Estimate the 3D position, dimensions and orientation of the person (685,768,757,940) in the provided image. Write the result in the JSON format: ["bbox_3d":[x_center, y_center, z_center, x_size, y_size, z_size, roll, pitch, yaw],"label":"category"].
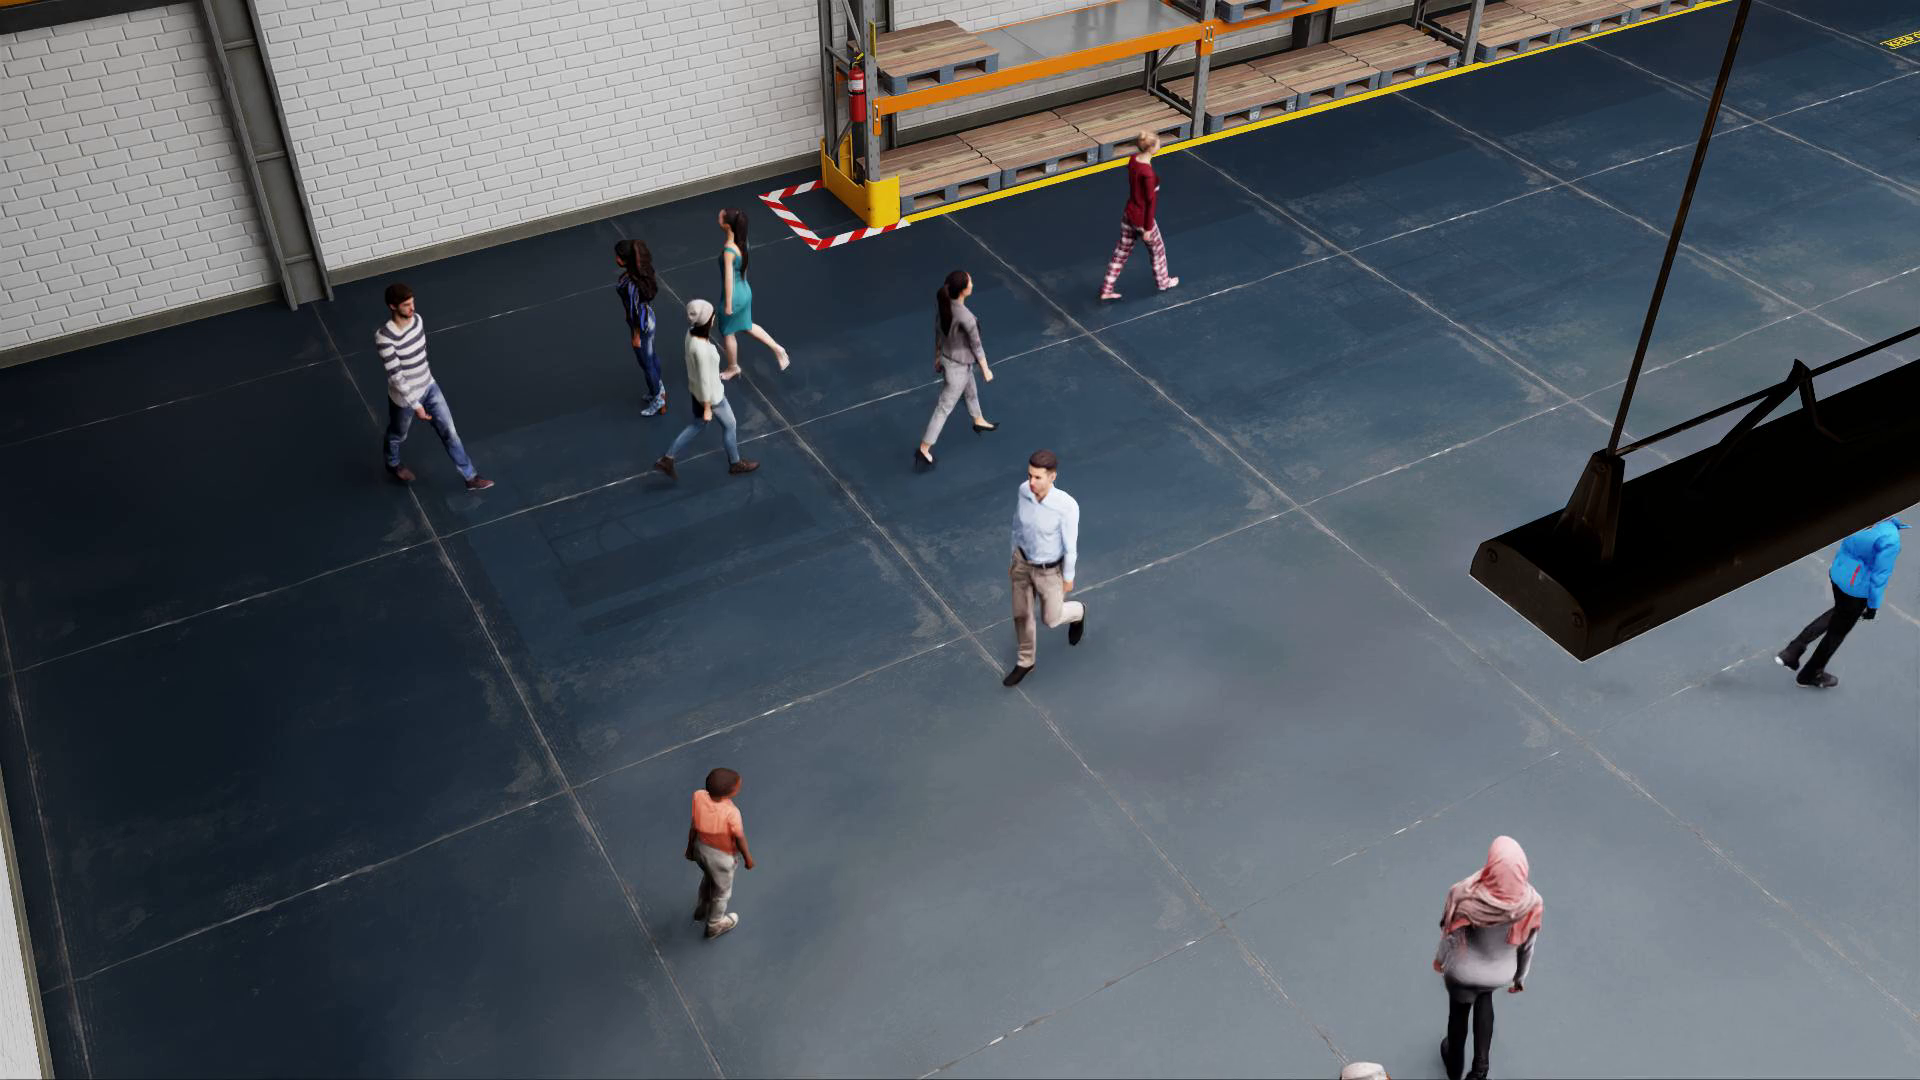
[{"bbox_3d":[-1.431,1.796,9.487,0.585,1.287,0.622,18,42,21],"label":"person"}]

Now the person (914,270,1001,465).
[{"bbox_3d":[-0.097,-1.306,13.097,1.087,1.629,0.611,-20,43,-23],"label":"person"}]

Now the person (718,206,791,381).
[{"bbox_3d":[-1.809,-2.020,13.959,0.955,1.669,0.892,9,39,11],"label":"person"}]

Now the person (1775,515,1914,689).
[{"bbox_3d":[5.788,0.304,10.958,0.848,1.782,0.783,-1,39,-2],"label":"person"}]

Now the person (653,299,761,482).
[{"bbox_3d":[-2.047,-1.112,12.867,1.043,1.613,0.664,-15,41,-18],"label":"person"}]

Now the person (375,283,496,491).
[{"bbox_3d":[-4.287,-1.144,12.765,1.137,1.790,1.253,19,42,22],"label":"person"}]

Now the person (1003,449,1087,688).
[{"bbox_3d":[0.587,0.142,11.123,0.886,1.830,1.107,26,45,29],"label":"person"}]

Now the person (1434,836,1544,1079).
[{"bbox_3d":[2.662,2.259,8.504,0.809,1.791,0.866,4,39,5],"label":"person"}]

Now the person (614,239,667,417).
[{"bbox_3d":[-2.620,-1.754,13.667,0.704,1.618,0.701,-2,39,-2],"label":"person"}]

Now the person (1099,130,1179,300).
[{"bbox_3d":[1.565,-2.908,15.085,1.060,1.652,0.692,-16,41,-19],"label":"person"}]
